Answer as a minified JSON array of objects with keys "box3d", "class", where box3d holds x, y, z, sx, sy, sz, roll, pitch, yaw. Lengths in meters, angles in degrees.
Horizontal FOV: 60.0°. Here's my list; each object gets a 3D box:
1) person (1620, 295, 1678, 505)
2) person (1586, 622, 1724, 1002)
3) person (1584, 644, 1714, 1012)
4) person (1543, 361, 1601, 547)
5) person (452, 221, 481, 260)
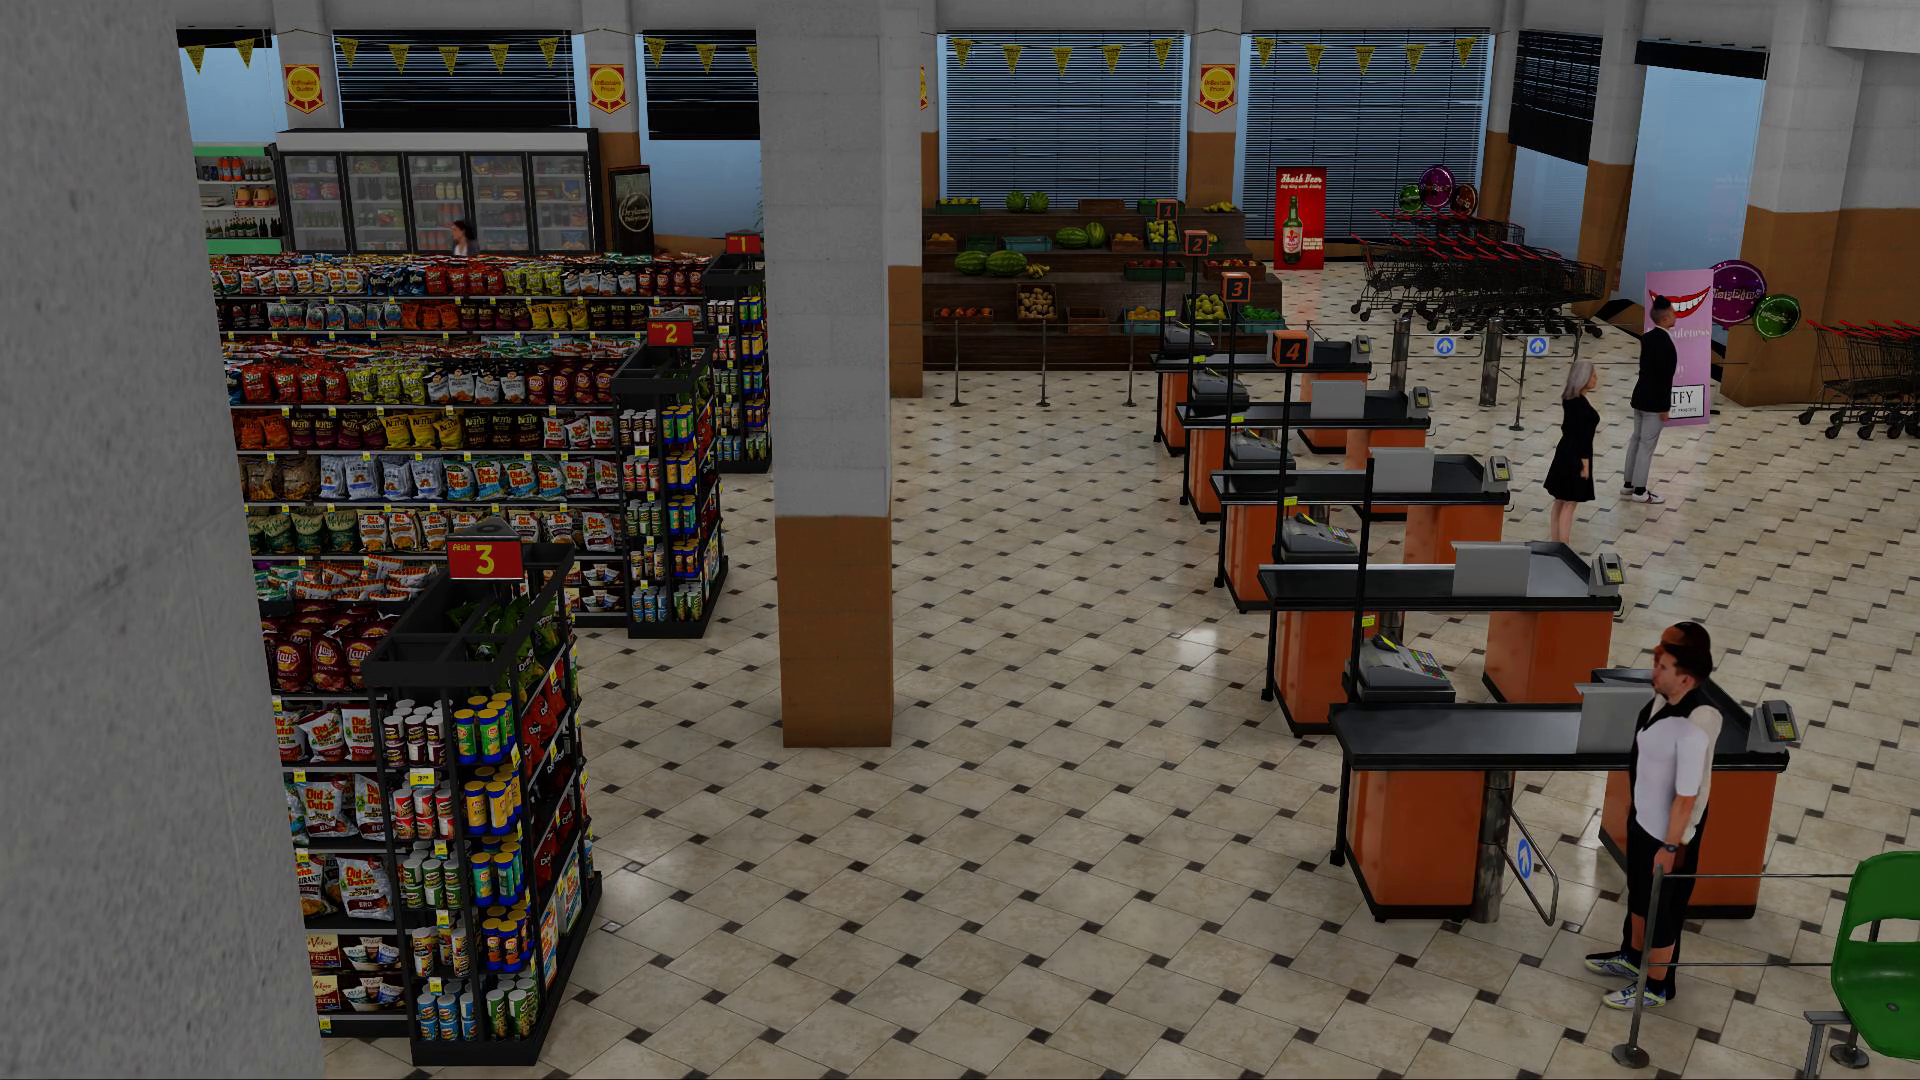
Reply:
[{"box3d":[6.459,-1.332,15.546,0.569,1.948,0.693,0,19,1],"class":"person"},{"box3d":[3.341,1.279,7.849,0.573,1.918,0.683,0,19,1],"class":"person"},{"box3d":[3.298,1.328,7.809,0.609,1.851,0.691,2,19,7],"class":"person"},{"box3d":[5.090,-0.635,13.794,0.548,1.747,0.585,0,19,1],"class":"person"},{"box3d":[-6.466,-3.410,22.219,1.114,1.621,0.879,6,19,16],"class":"person"}]
